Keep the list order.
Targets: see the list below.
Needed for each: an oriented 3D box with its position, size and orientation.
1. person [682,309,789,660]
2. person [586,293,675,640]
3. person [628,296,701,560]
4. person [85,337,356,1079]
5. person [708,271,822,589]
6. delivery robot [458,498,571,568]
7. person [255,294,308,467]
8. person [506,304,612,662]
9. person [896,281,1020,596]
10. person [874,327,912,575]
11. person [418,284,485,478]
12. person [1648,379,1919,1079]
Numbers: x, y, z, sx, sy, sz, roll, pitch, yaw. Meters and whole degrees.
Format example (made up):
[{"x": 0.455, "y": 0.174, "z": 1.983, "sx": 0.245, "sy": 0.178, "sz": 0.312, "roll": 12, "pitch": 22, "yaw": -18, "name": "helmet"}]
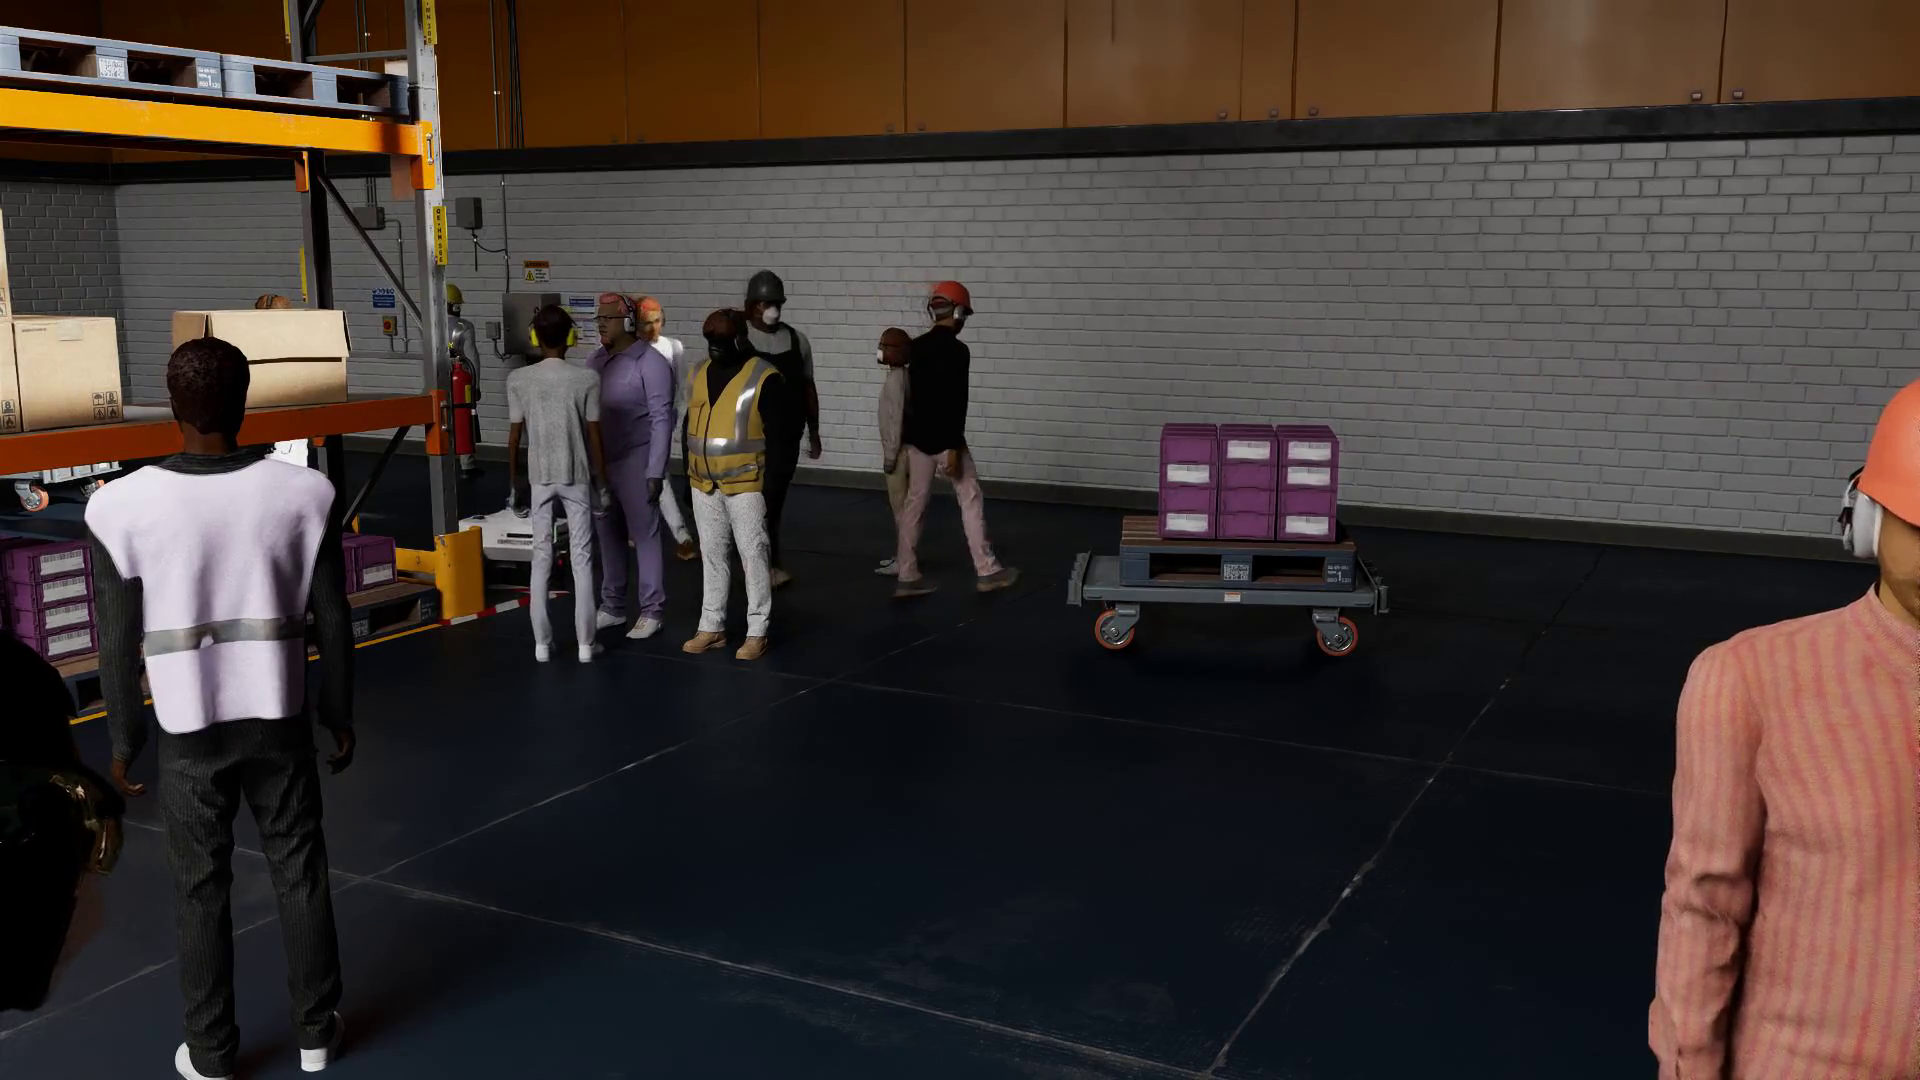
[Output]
[{"x": -1.210, "y": -0.290, "z": 8.752, "sx": 0.621, "sy": 1.838, "sz": 0.429, "roll": 5, "pitch": 11, "yaw": 27, "name": "person"}, {"x": -1.877, "y": -0.405, "z": 9.212, "sx": 0.640, "sy": 1.909, "sz": 0.409, "roll": 7, "pitch": 12, "yaw": 34, "name": "person"}, {"x": -2.177, "y": -0.797, "z": 11.721, "sx": 0.960, "sy": 1.834, "sz": 0.660, "roll": 9, "pitch": 13, "yaw": 42, "name": "person"}, {"x": -1.835, "y": 0.452, "z": 4.212, "sx": 0.596, "sy": 1.918, "sz": 0.386, "roll": -6, "pitch": 11, "yaw": -29, "name": "person"}, {"x": -1.155, "y": -0.701, "z": 10.532, "sx": 0.703, "sy": 2.000, "sz": 0.901, "roll": -7, "pitch": 12, "yaw": -34, "name": "person"}, {"x": -2.849, "y": -0.030, "z": 10.673, "sx": 0.707, "sy": 0.478, "sz": 0.477, "roll": 3, "pitch": 10, "yaw": 14, "name": "delivery robot"}, {"x": -4.720, "y": -0.779, "z": 11.561, "sx": 0.429, "sy": 1.843, "sz": 0.631, "roll": -1, "pitch": 10, "yaw": -4, "name": "person"}, {"x": -2.082, "y": -0.287, "z": 8.654, "sx": 0.530, "sy": 1.866, "sz": 0.342, "roll": 0, "pitch": 10, "yaw": -1, "name": "person"}, {"x": -0.038, "y": -0.630, "z": 10.401, "sx": 0.903, "sy": 1.940, "sz": 0.609, "roll": -8, "pitch": 13, "yaw": -38, "name": "person"}, {"x": -0.428, "y": -0.589, "z": 11.052, "sx": 0.273, "sy": 1.636, "sz": 0.507, "roll": 1, "pitch": 10, "yaw": 5, "name": "person"}, {"x": -4.798, "y": -1.495, "z": 15.729, "sx": 0.599, "sy": 1.830, "sz": 0.403, "roll": 2, "pitch": 10, "yaw": 13, "name": "person"}, {"x": 1.229, "y": 0.760, "z": 2.225, "sx": 0.610, "sy": 1.989, "sz": 0.392, "roll": 0, "pitch": 10, "yaw": -2, "name": "person"}]
